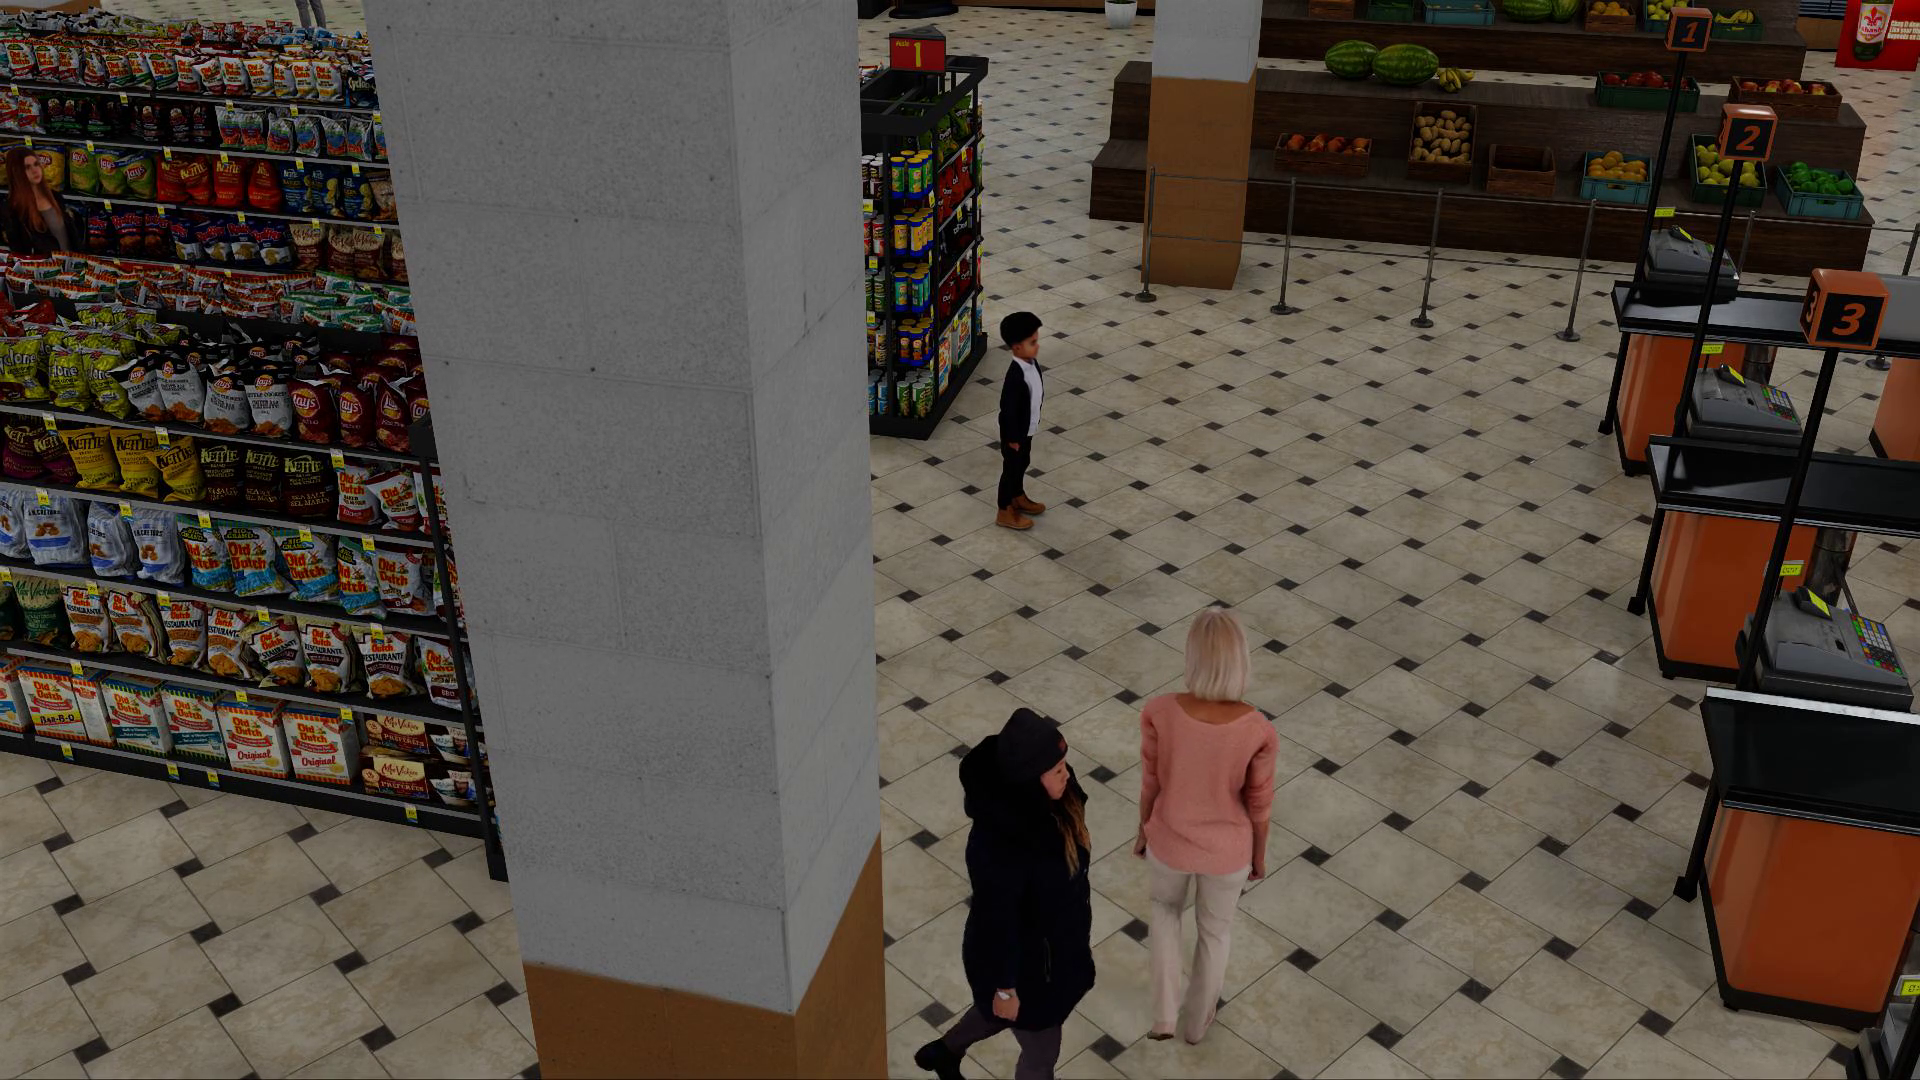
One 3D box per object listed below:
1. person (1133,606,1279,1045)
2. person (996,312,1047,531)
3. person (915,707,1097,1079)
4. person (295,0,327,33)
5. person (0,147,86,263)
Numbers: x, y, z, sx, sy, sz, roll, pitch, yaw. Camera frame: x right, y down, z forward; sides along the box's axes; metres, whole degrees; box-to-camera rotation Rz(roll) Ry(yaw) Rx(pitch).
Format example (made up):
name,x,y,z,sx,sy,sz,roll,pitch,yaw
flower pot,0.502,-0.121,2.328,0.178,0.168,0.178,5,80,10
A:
name,x,y,z,sx,sy,sz,roll,pitch,yaw
person,0.765,1.031,5.439,0.628,1.711,0.651,8,30,15
person,0.313,-0.658,9.042,0.498,1.223,0.520,11,31,20
person,0.147,1.221,5.139,0.928,1.665,0.692,9,30,16
person,-7.719,-6.637,19.519,0.685,1.678,0.687,17,33,28
person,-5.564,-1.573,10.216,0.559,1.704,0.630,11,31,20
